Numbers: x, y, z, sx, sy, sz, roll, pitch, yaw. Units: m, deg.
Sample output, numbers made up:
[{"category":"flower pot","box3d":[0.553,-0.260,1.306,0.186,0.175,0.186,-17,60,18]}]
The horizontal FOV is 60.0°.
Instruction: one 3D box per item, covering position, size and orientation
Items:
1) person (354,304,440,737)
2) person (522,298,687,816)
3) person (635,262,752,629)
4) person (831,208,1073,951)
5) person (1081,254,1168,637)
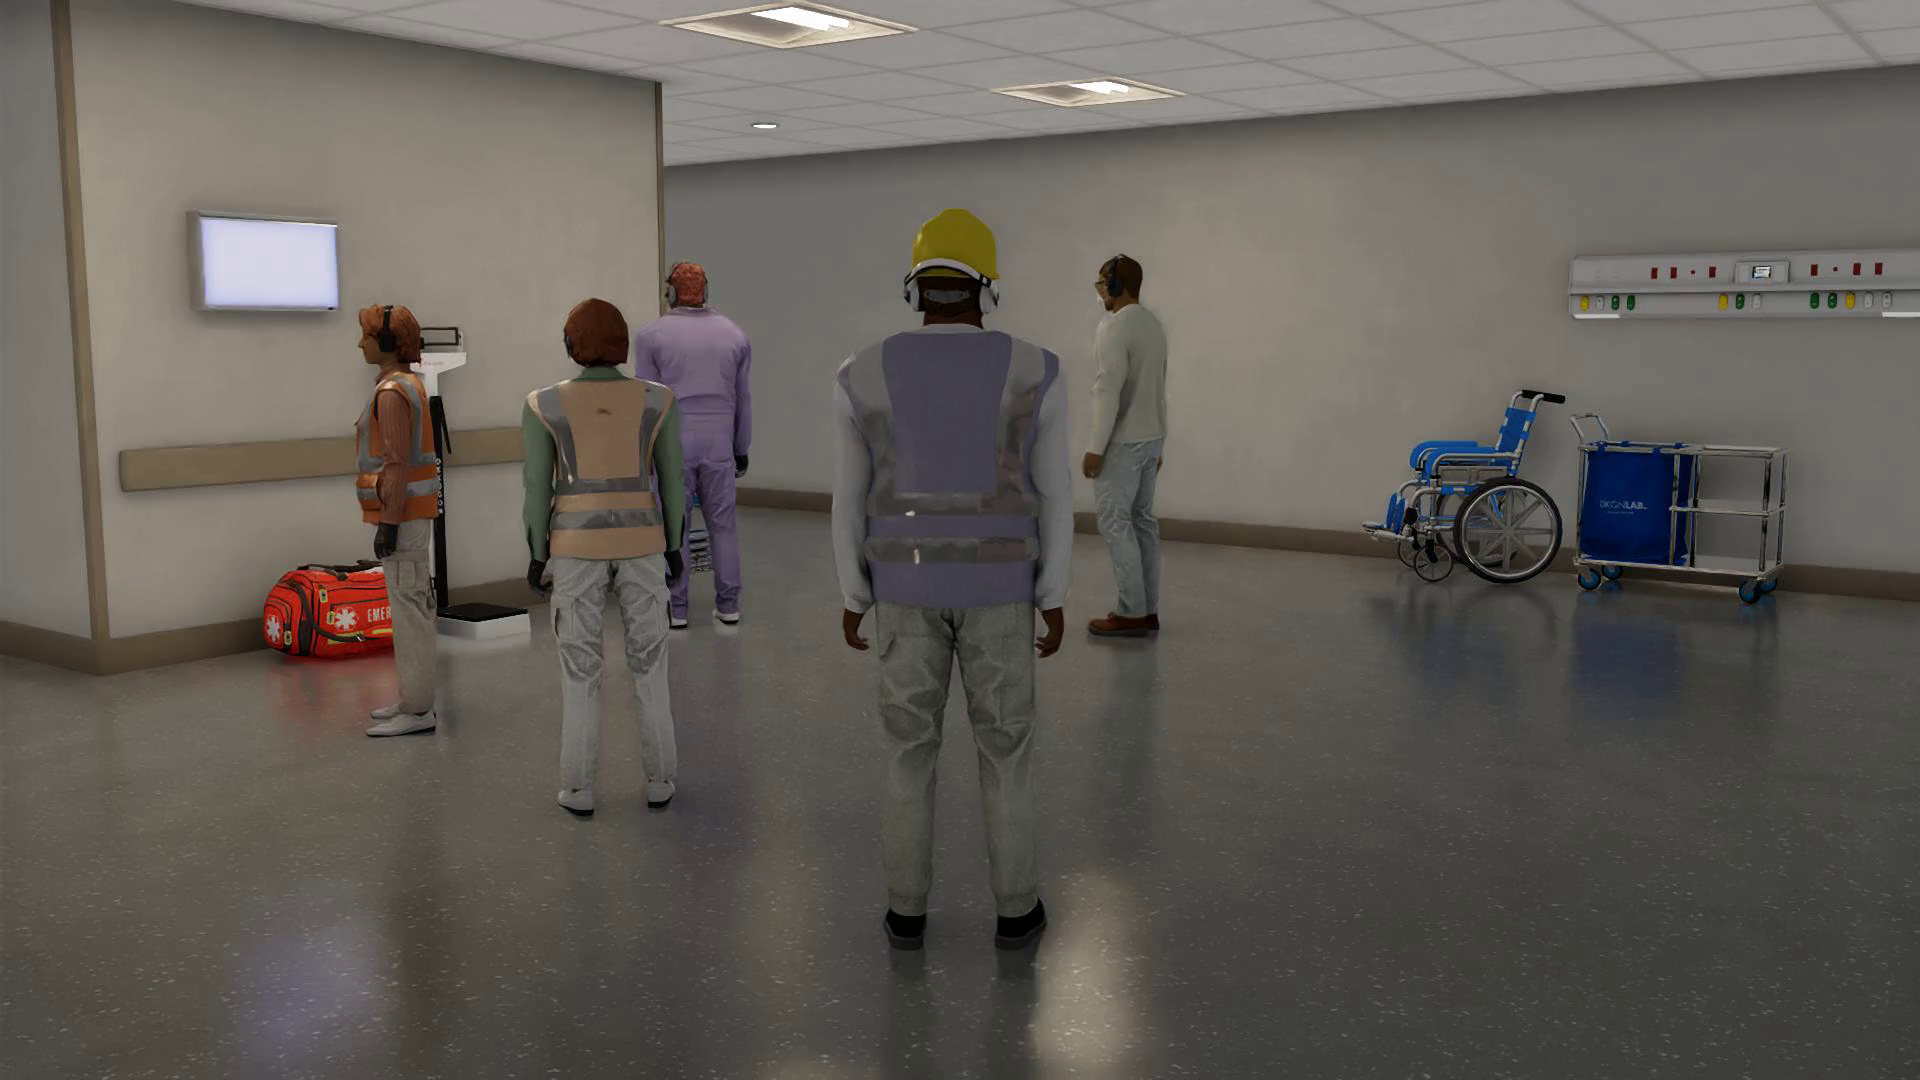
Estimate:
[{"category":"person","box3d":[-2.146,-0.077,6.367,0.307,1.641,0.514,-2,7,-14]},{"category":"person","box3d":[-1.124,0.057,5.292,0.514,1.640,0.310,-2,7,-19]},{"category":"person","box3d":[-1.401,-0.494,8.696,0.644,1.900,0.399,-4,8,-30]},{"category":"person","box3d":[-0.017,0.106,4.128,0.592,1.833,0.404,1,7,5]},{"category":"person","box3d":[0.860,-0.477,8.444,0.385,1.927,0.644,4,8,26]}]
